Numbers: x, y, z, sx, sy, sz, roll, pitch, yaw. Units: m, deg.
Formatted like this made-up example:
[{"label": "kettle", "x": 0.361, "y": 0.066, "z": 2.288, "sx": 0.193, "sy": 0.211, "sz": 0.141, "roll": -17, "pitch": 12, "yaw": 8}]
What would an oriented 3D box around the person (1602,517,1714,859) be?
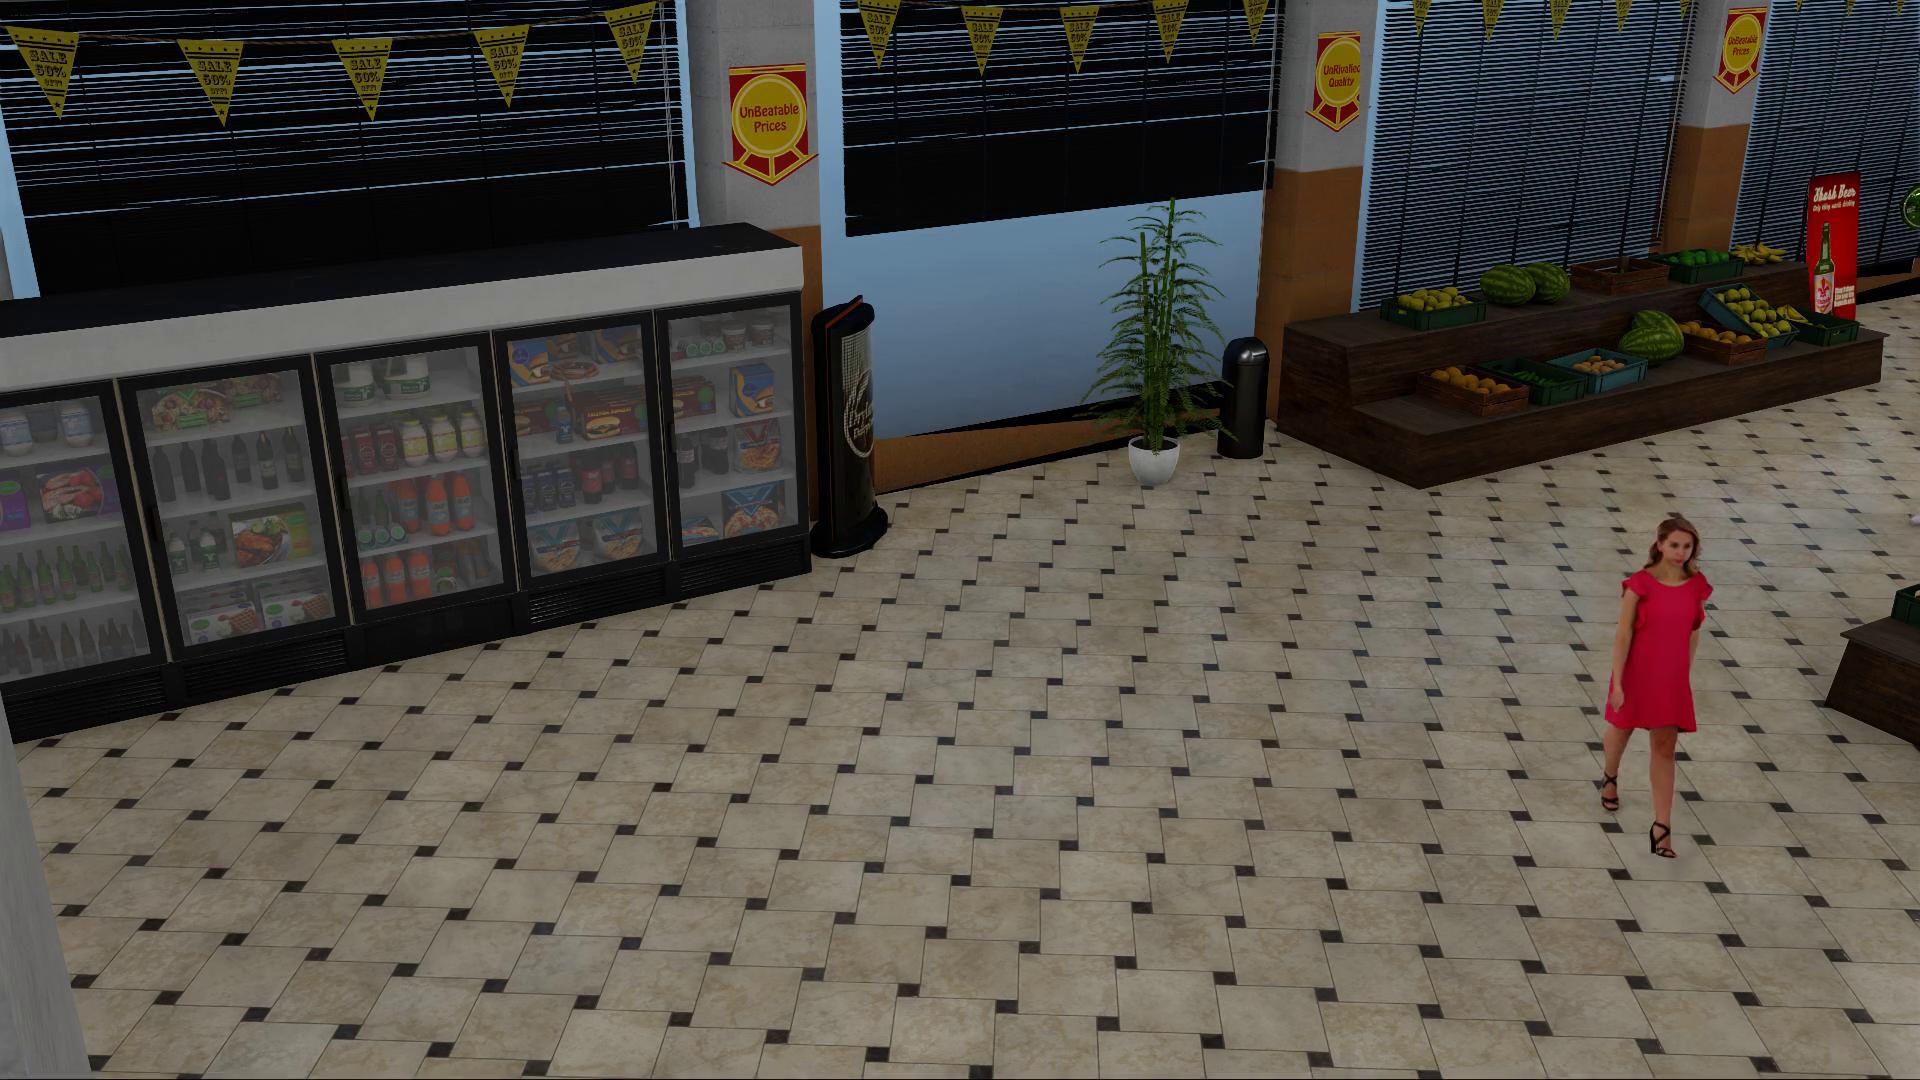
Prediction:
[{"label": "person", "x": 3.406, "y": 0.656, "z": 8.285, "sx": 1.043, "sy": 1.691, "sz": 1.025, "roll": 2, "pitch": 22, "yaw": 5}]
